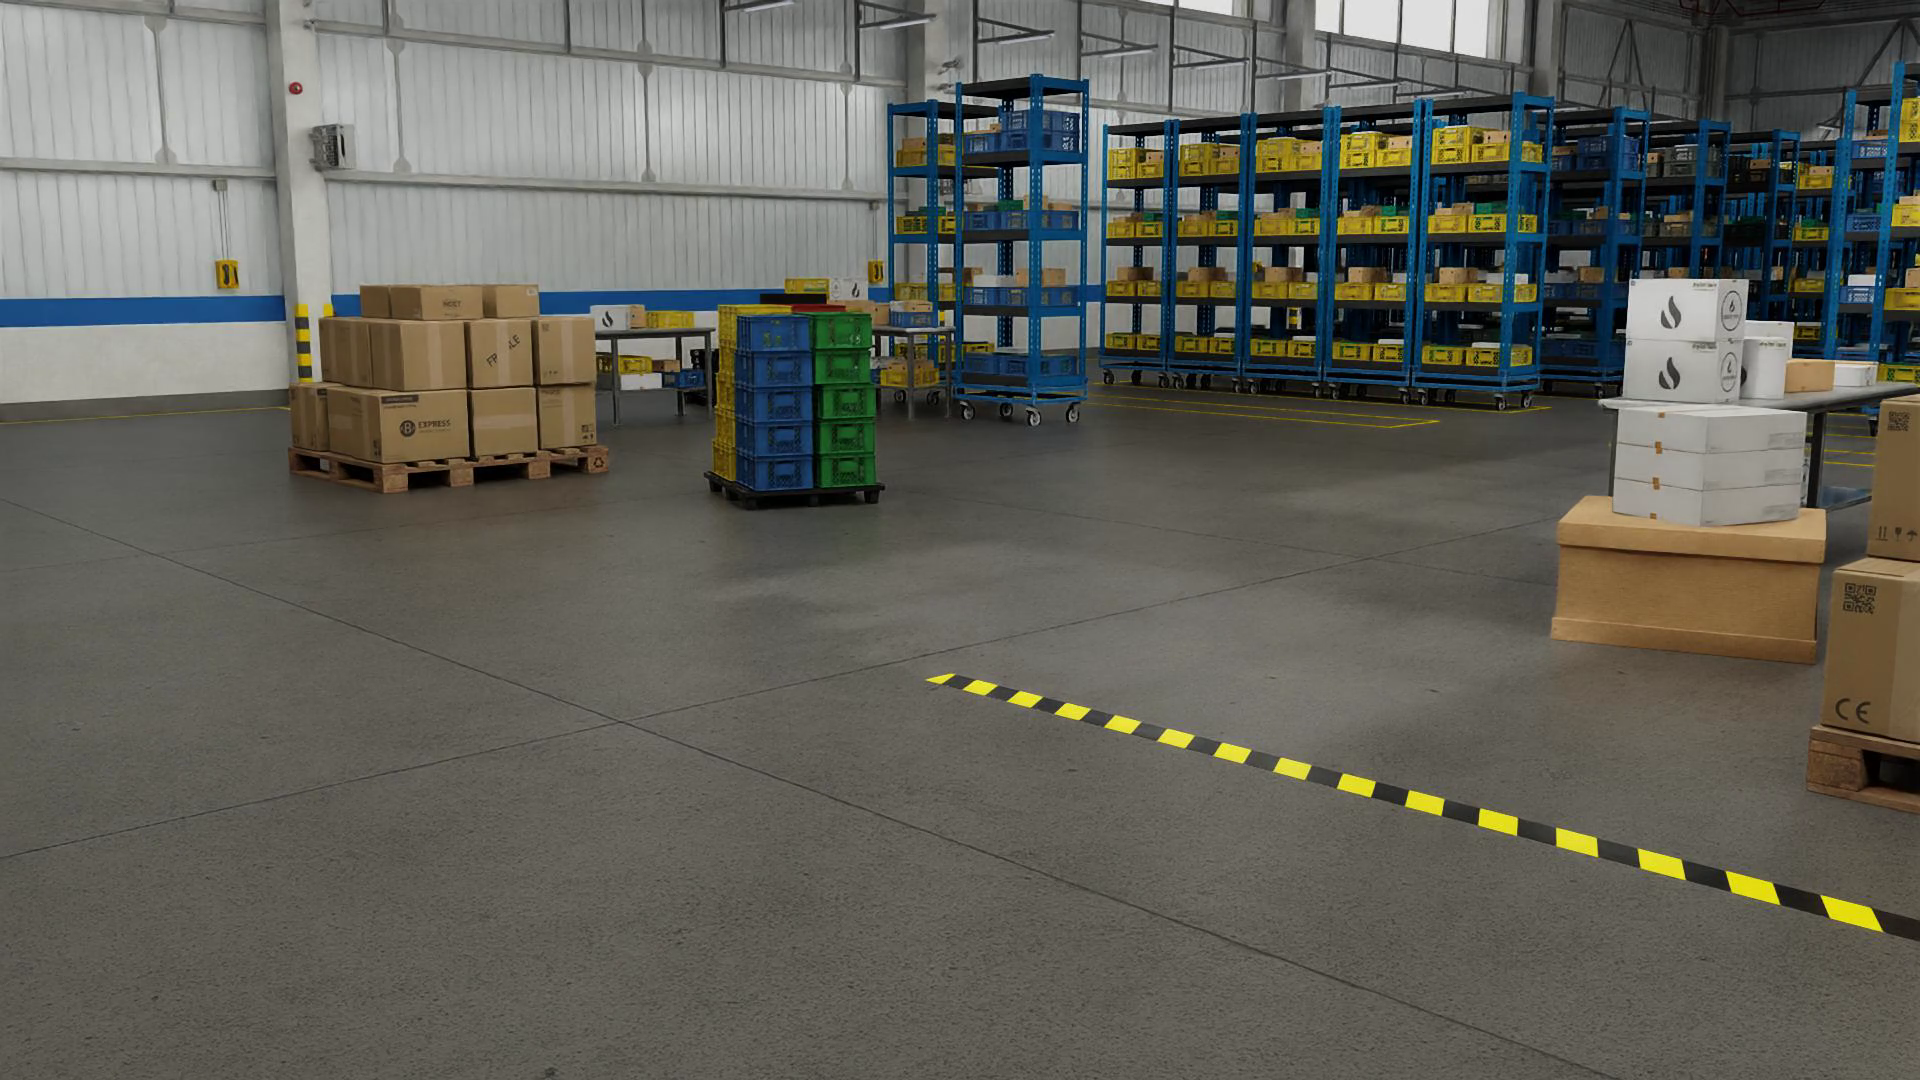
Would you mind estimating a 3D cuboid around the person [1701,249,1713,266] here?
[{"bbox_3d":[12.806,-4.039,28.632,0.629,1.981,0.433,6,11,33],"label":"person"}]

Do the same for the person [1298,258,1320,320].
[{"bbox_3d":[6.169,-4.019,28.966,0.580,1.818,0.756,6,11,33],"label":"person"}]

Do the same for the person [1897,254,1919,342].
[{"bbox_3d":[13.713,-3.208,24.049,0.404,1.829,0.600,5,11,27],"label":"person"}]
